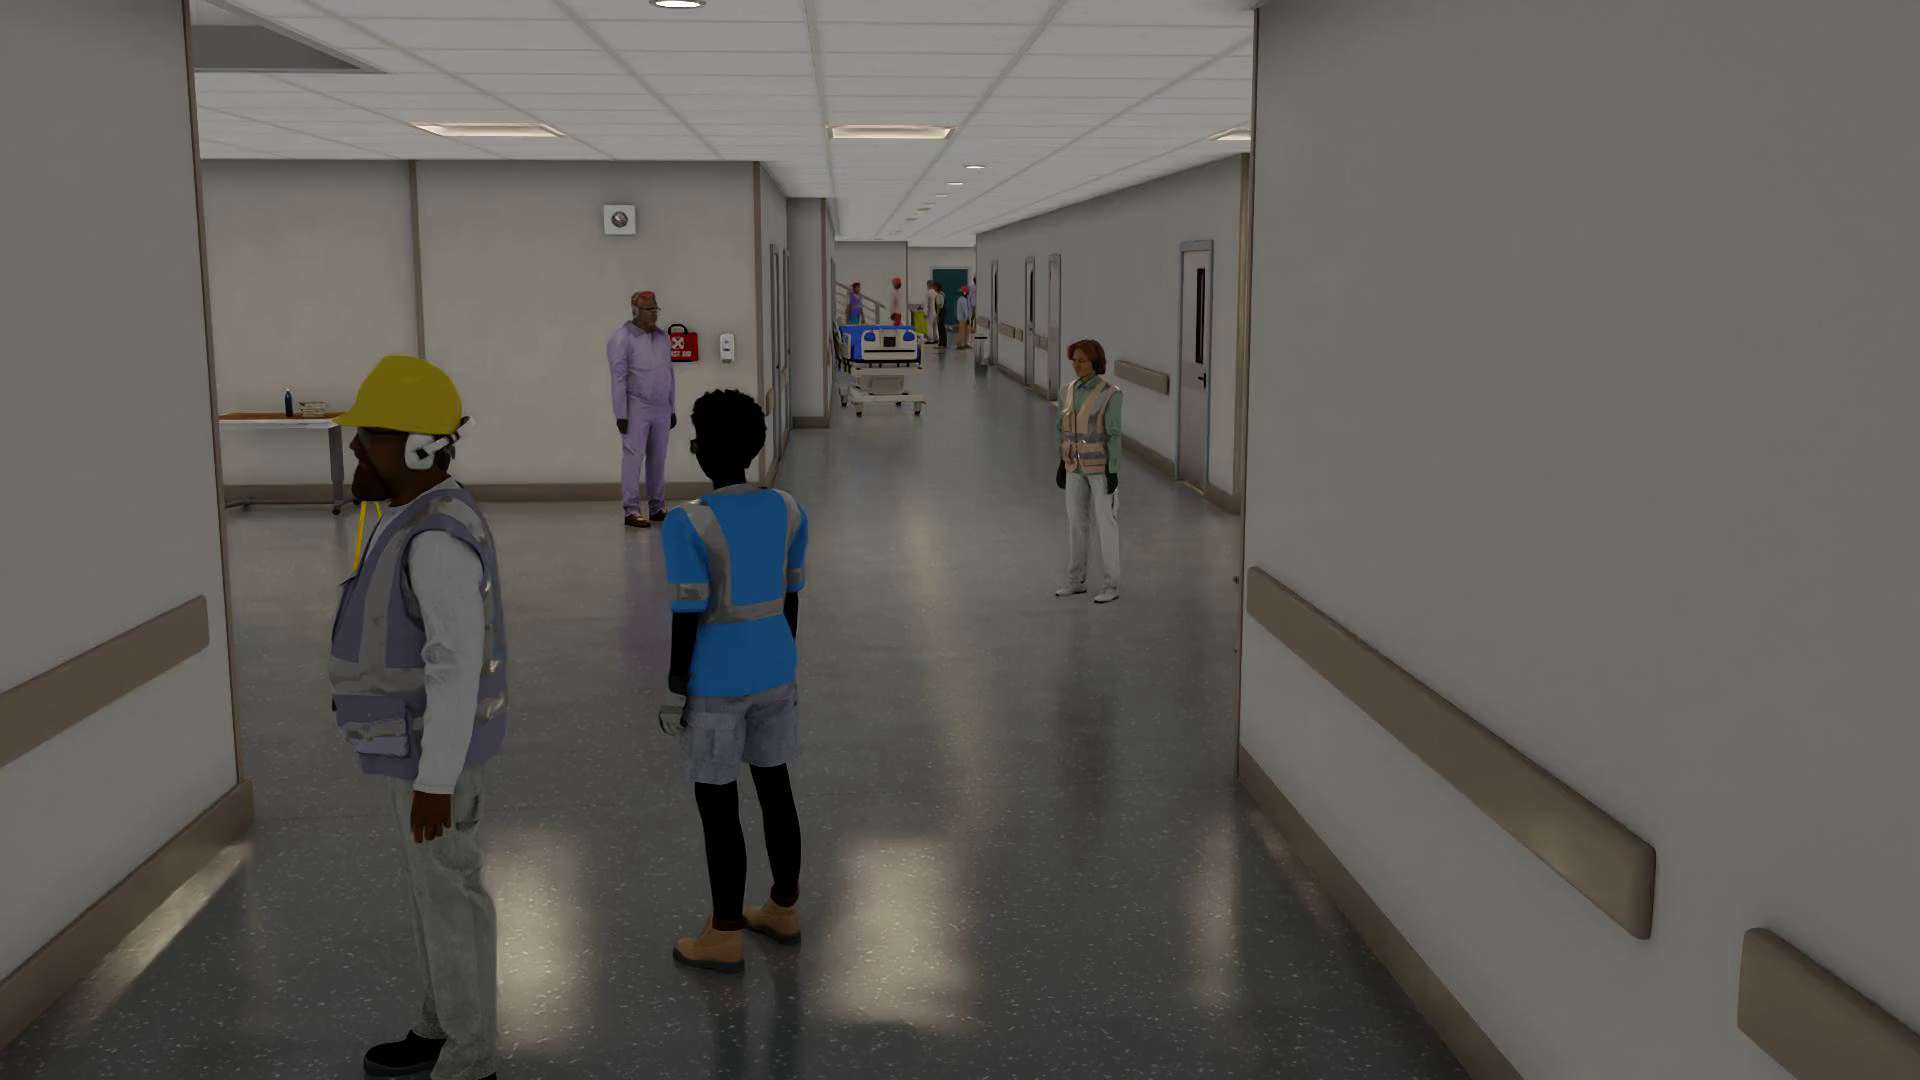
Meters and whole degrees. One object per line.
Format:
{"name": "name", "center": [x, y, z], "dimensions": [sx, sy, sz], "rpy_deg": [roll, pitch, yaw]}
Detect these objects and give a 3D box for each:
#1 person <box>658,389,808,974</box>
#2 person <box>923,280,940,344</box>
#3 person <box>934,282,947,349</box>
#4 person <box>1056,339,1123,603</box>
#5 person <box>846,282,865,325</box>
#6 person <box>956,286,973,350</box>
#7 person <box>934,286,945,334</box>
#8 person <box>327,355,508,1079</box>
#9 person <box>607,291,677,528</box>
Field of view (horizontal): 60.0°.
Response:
{"name": "person", "center": [-0.664, 0.408, 4.871], "dimensions": [0.316, 1.695, 0.542], "rpy_deg": [7, 11, 37]}
{"name": "person", "center": [-0.816, -6.708, 48.968], "dimensions": [0.701, 1.885, 0.462], "rpy_deg": [-8, 12, -42]}
{"name": "person", "center": [-0.549, -6.165, 45.722], "dimensions": [0.346, 1.838, 0.502], "rpy_deg": [2, 9, 15]}
{"name": "person", "center": [0.806, -0.428, 10.344], "dimensions": [0.318, 1.630, 0.514], "rpy_deg": [-9, 13, -44]}
{"name": "person", "center": [-2.689, -5.831, 43.614], "dimensions": [0.625, 1.823, 0.577], "rpy_deg": [6, 11, 31]}
{"name": "person", "center": [0.170, -6.021, 45.111], "dimensions": [0.631, 1.728, 0.597], "rpy_deg": [-2, 9, -11]}
{"name": "person", "center": [-0.720, -8.029, 57.624], "dimensions": [0.331, 1.768, 0.526], "rpy_deg": [5, 10, 30]}
{"name": "person", "center": [-1.294, 0.478, 3.996], "dimensions": [0.404, 1.837, 0.592], "rpy_deg": [-4, 10, -24]}
{"name": "person", "center": [-2.529, -1.055, 13.442], "dimensions": [0.402, 1.899, 0.631], "rpy_deg": [7, 11, 36]}
